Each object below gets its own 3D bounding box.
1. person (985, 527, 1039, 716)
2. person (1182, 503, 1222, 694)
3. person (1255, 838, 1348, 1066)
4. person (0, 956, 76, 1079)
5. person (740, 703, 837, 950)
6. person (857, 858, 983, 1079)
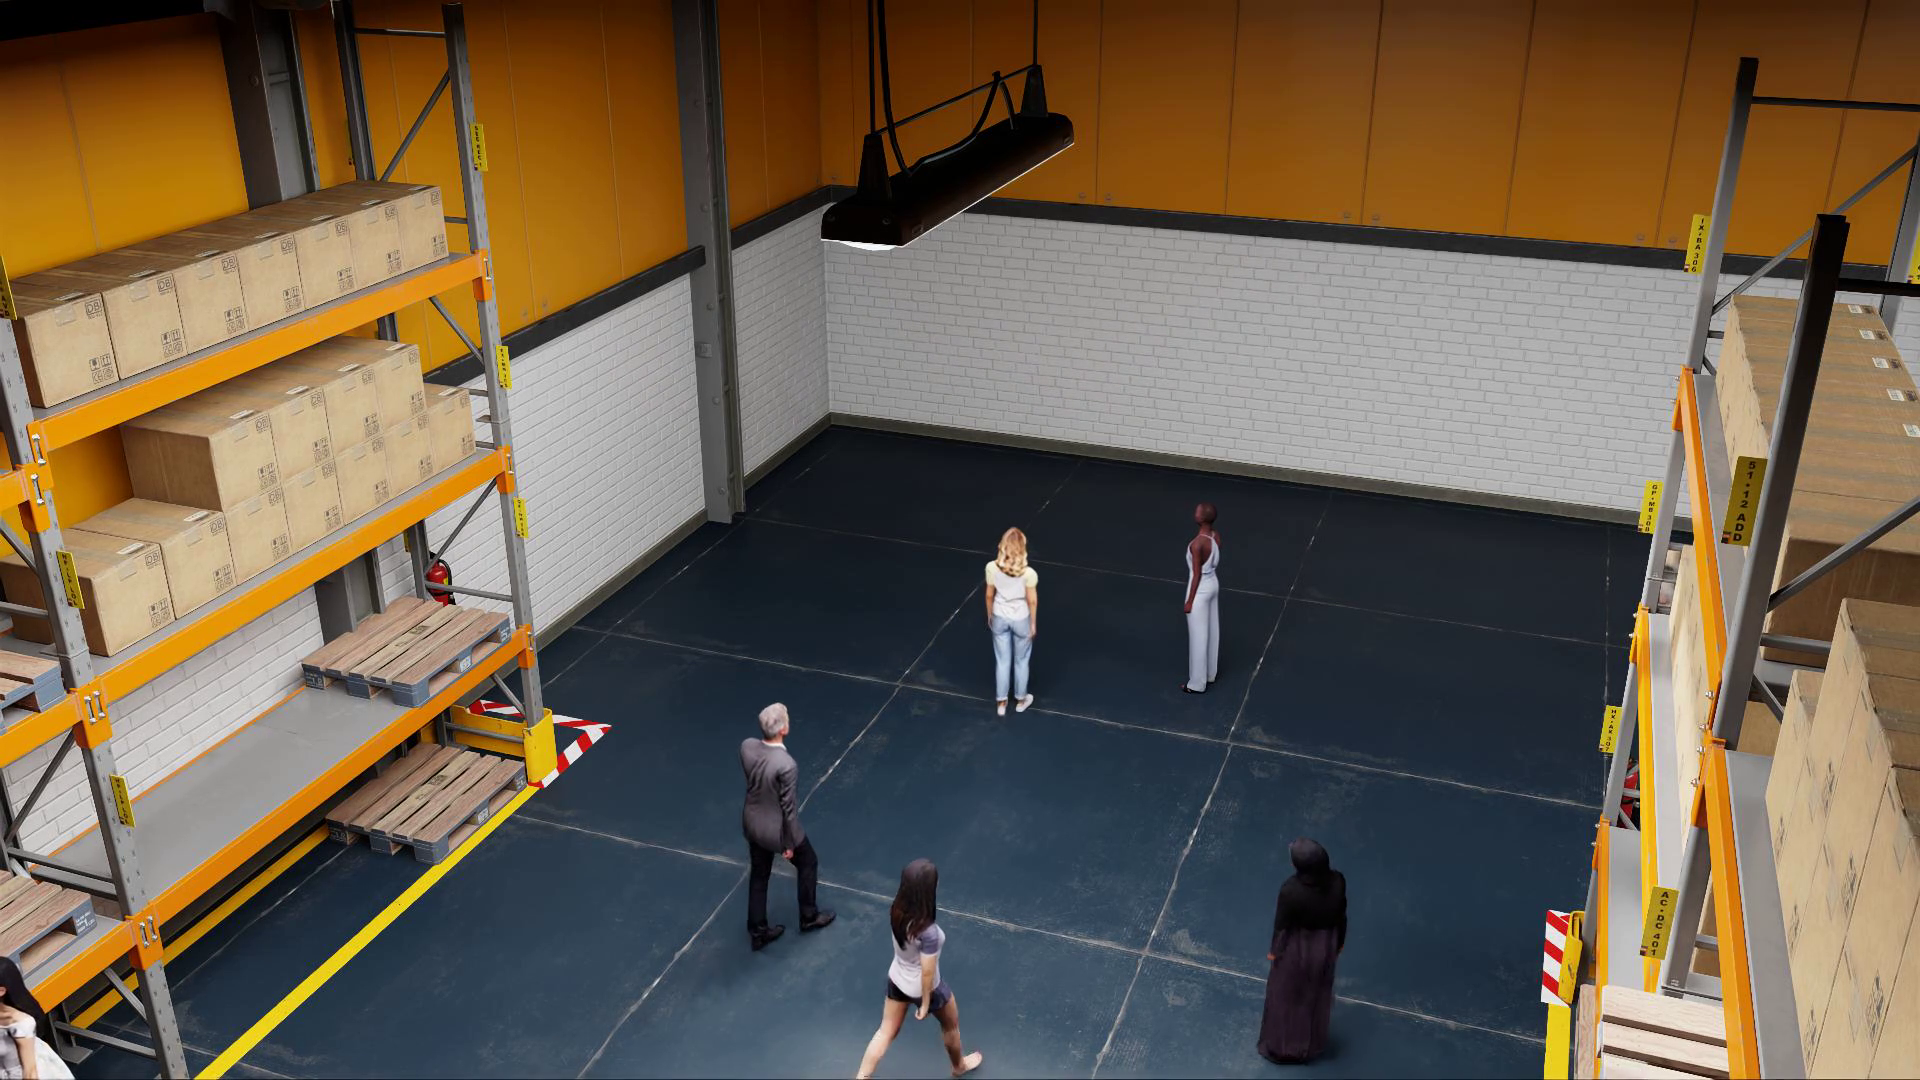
[{"bbox_3d":[0.434,0.699,14.167,0.642,1.725,0.620,6,24,14],"label":"person"},{"bbox_3d":[2.122,0.499,14.553,0.683,1.782,0.506,15,28,31],"label":"person"},{"bbox_3d":[2.143,2.493,10.214,0.756,1.604,0.769,3,24,7],"label":"person"},{"bbox_3d":[-4.972,2.964,8.932,0.804,1.768,0.777,-18,29,-35],"label":"person"},{"bbox_3d":[-1.302,1.959,11.169,0.865,1.818,0.973,16,28,33],"label":"person"},{"bbox_3d":[-0.337,2.638,9.809,1.210,1.663,1.013,-17,29,-33],"label":"person"}]
